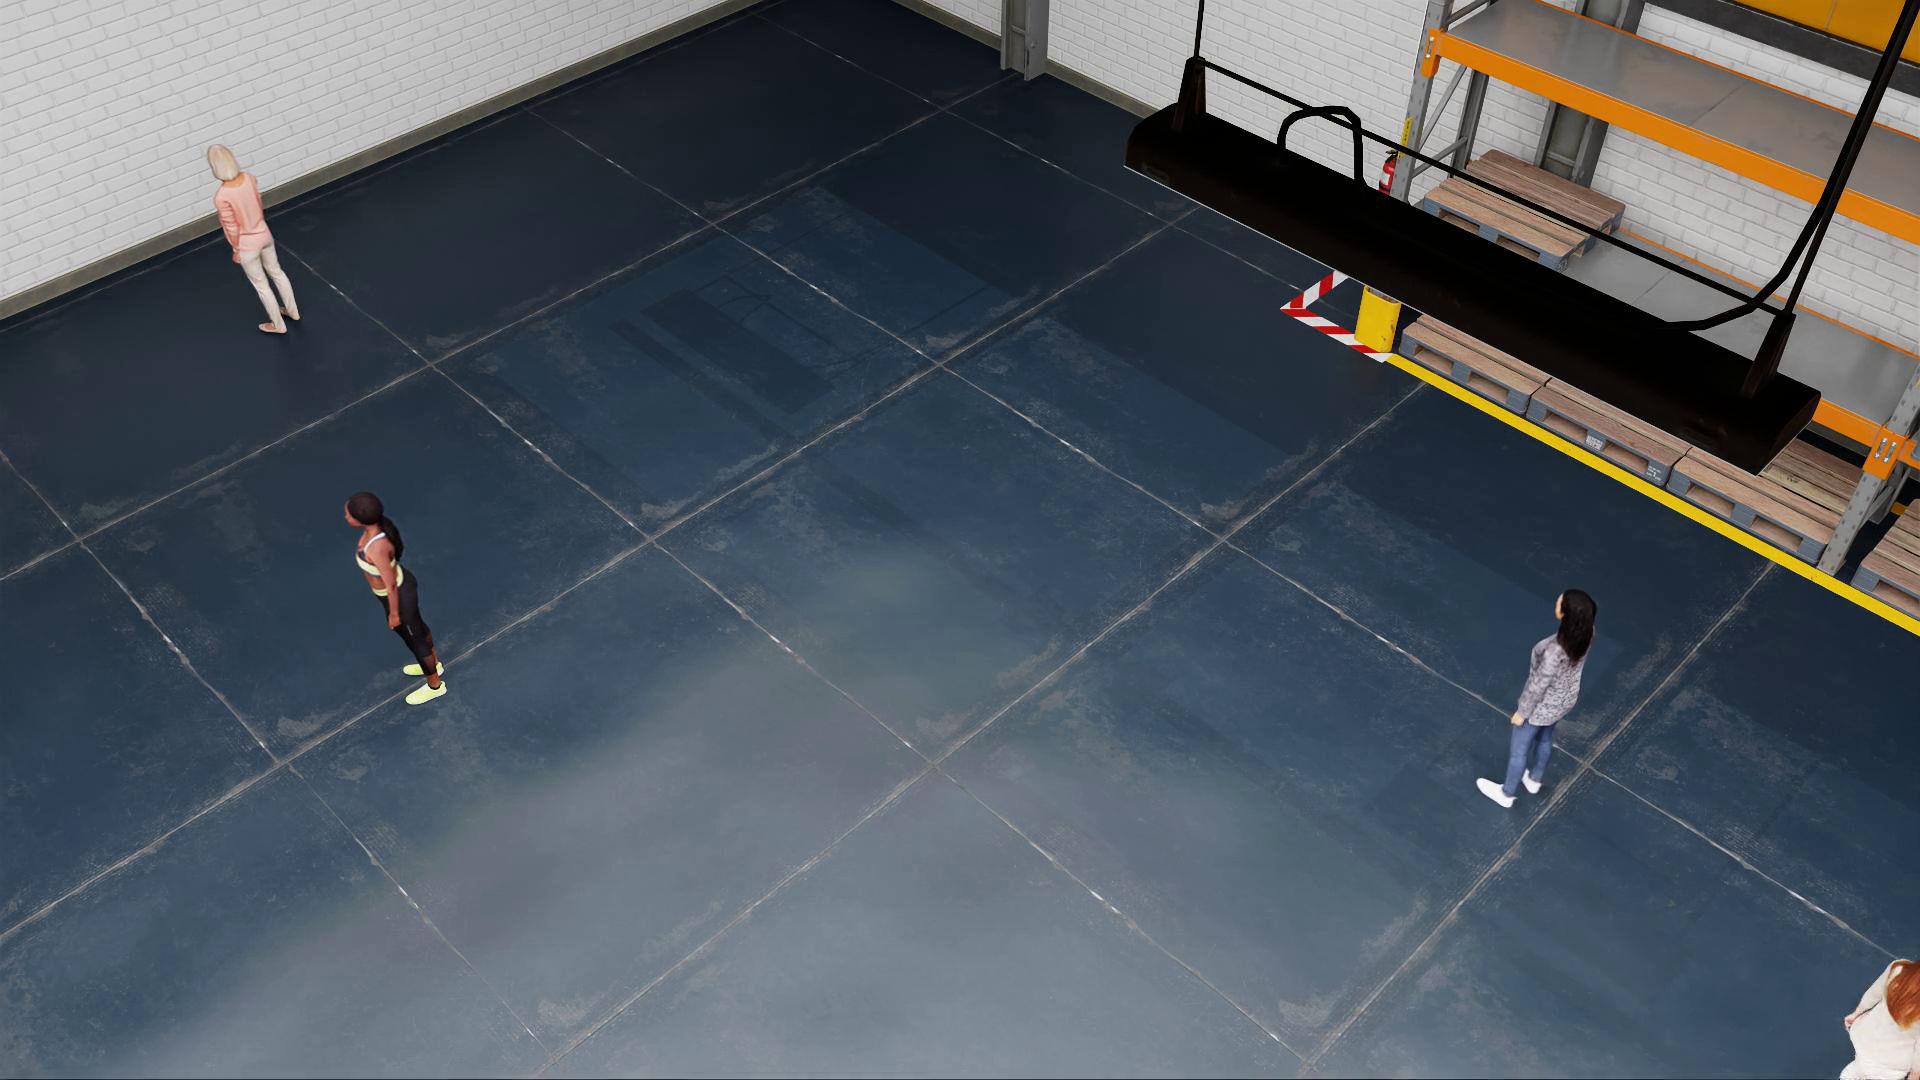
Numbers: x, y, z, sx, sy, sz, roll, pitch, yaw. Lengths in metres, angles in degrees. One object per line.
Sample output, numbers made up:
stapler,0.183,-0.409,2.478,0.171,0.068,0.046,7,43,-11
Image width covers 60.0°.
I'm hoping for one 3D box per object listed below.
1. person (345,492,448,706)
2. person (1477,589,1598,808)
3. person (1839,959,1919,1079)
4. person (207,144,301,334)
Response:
person,-3.602,0.355,10.683,0.699,1.754,0.594,-10,44,-10
person,3.556,0.969,10.055,0.645,1.731,0.577,-28,50,-26
person,4.583,2.580,8.398,0.997,1.683,0.944,-2,44,-2
person,-5.831,-2.475,13.675,0.662,1.724,0.677,14,45,14
